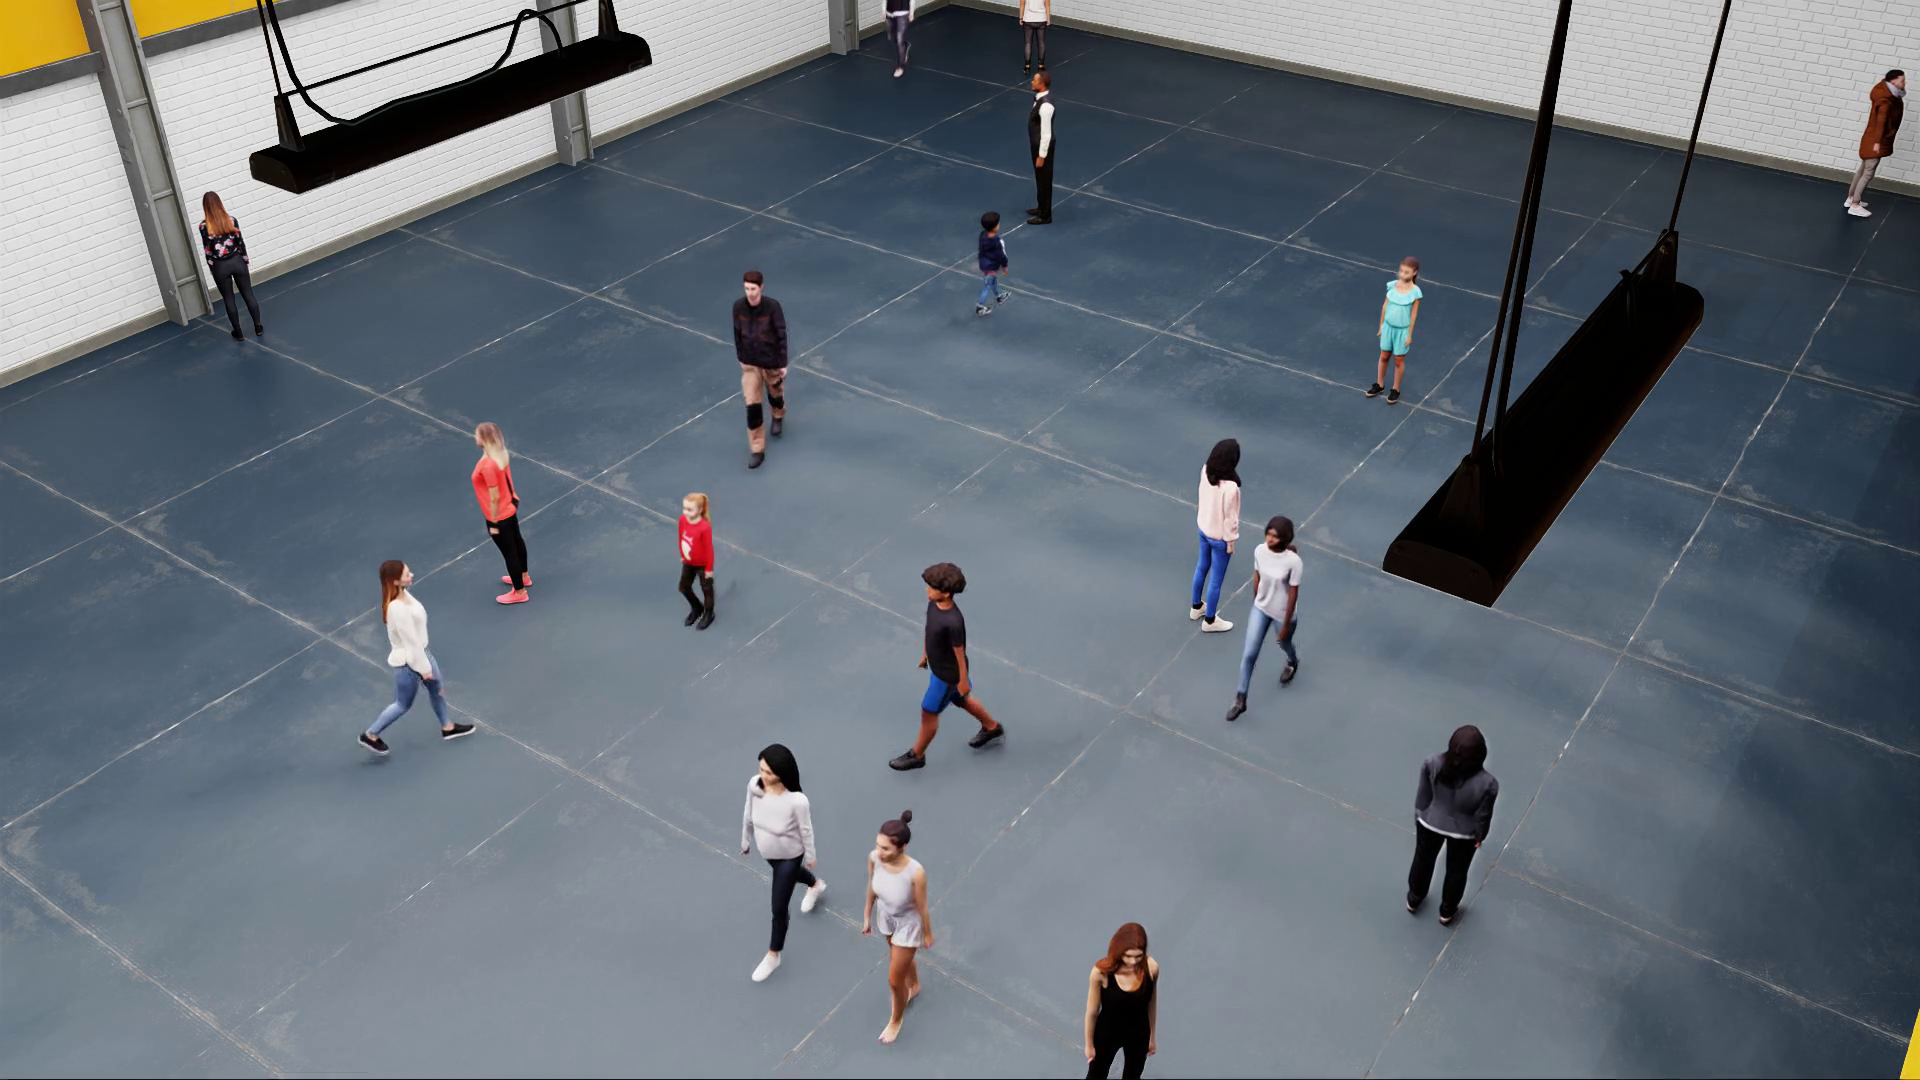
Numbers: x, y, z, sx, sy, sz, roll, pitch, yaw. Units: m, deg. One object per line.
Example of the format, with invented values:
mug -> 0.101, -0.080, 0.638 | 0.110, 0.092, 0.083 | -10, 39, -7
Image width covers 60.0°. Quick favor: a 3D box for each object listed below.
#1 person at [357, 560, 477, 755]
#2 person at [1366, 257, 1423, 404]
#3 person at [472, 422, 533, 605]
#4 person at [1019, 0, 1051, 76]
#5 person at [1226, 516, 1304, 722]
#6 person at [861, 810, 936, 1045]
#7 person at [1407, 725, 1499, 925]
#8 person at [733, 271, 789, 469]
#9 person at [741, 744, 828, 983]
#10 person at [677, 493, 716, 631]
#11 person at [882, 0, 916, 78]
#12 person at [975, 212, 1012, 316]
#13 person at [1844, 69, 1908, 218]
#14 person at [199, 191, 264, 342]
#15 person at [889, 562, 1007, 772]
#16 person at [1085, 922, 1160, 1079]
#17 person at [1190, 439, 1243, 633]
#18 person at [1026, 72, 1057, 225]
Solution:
person -> -4.130, 0.907, 12.245 | 1.135, 1.663, 1.038 | -8, 34, -11
person -> 4.459, -2.157, 16.950 | 0.556, 1.559, 0.561 | 24, 41, 32
person -> -3.831, -0.242, 13.947 | 0.739, 1.693, 0.648 | 0, 34, 0
person -> 1.149, -8.089, 25.728 | 0.706, 1.720, 0.709 | 2, 34, 3
person -> 2.468, 0.545, 12.782 | 0.584, 1.672, 1.161 | 23, 40, 30
person -> -0.317, 2.286, 10.226 | 0.604, 1.602, 0.748 | 24, 40, 31
person -> 3.207, 1.846, 10.895 | 0.674, 1.595, 0.672 | 17, 37, 24
person -> -1.869, -1.729, 16.012 | 1.120, 1.885, 1.337 | 3, 34, 4
person -> -1.092, 1.942, 10.691 | 0.673, 1.662, 1.125 | 19, 38, 26
person -> -2.132, 0.141, 13.746 | 0.528, 1.278, 0.536 | 17, 37, 23
person -> -0.924, -8.125, 25.707 | 0.807, 1.804, 1.071 | 14, 36, 20
person -> 0.293, -3.079, 18.667 | 0.850, 1.193, 0.650 | -26, 41, -33
person -> 11.585, -5.044, 21.041 | 0.849, 1.839, 0.734 | 11, 35, 16
person -> -7.955, -2.989, 18.090 | 0.565, 1.682, 0.703 | -20, 39, -28
person -> -0.005, 0.914, 12.153 | 1.240, 1.755, 1.067 | -10, 35, -15
person -> 0.905, 2.777, 9.379 | 0.637, 1.722, 0.698 | -6, 34, -9
person -> 2.088, -0.056, 13.600 | 0.737, 1.768, 0.731 | -13, 36, -18
person -> 1.044, -4.899, 20.751 | 0.844, 1.918, 0.730 | 2, 34, 2
